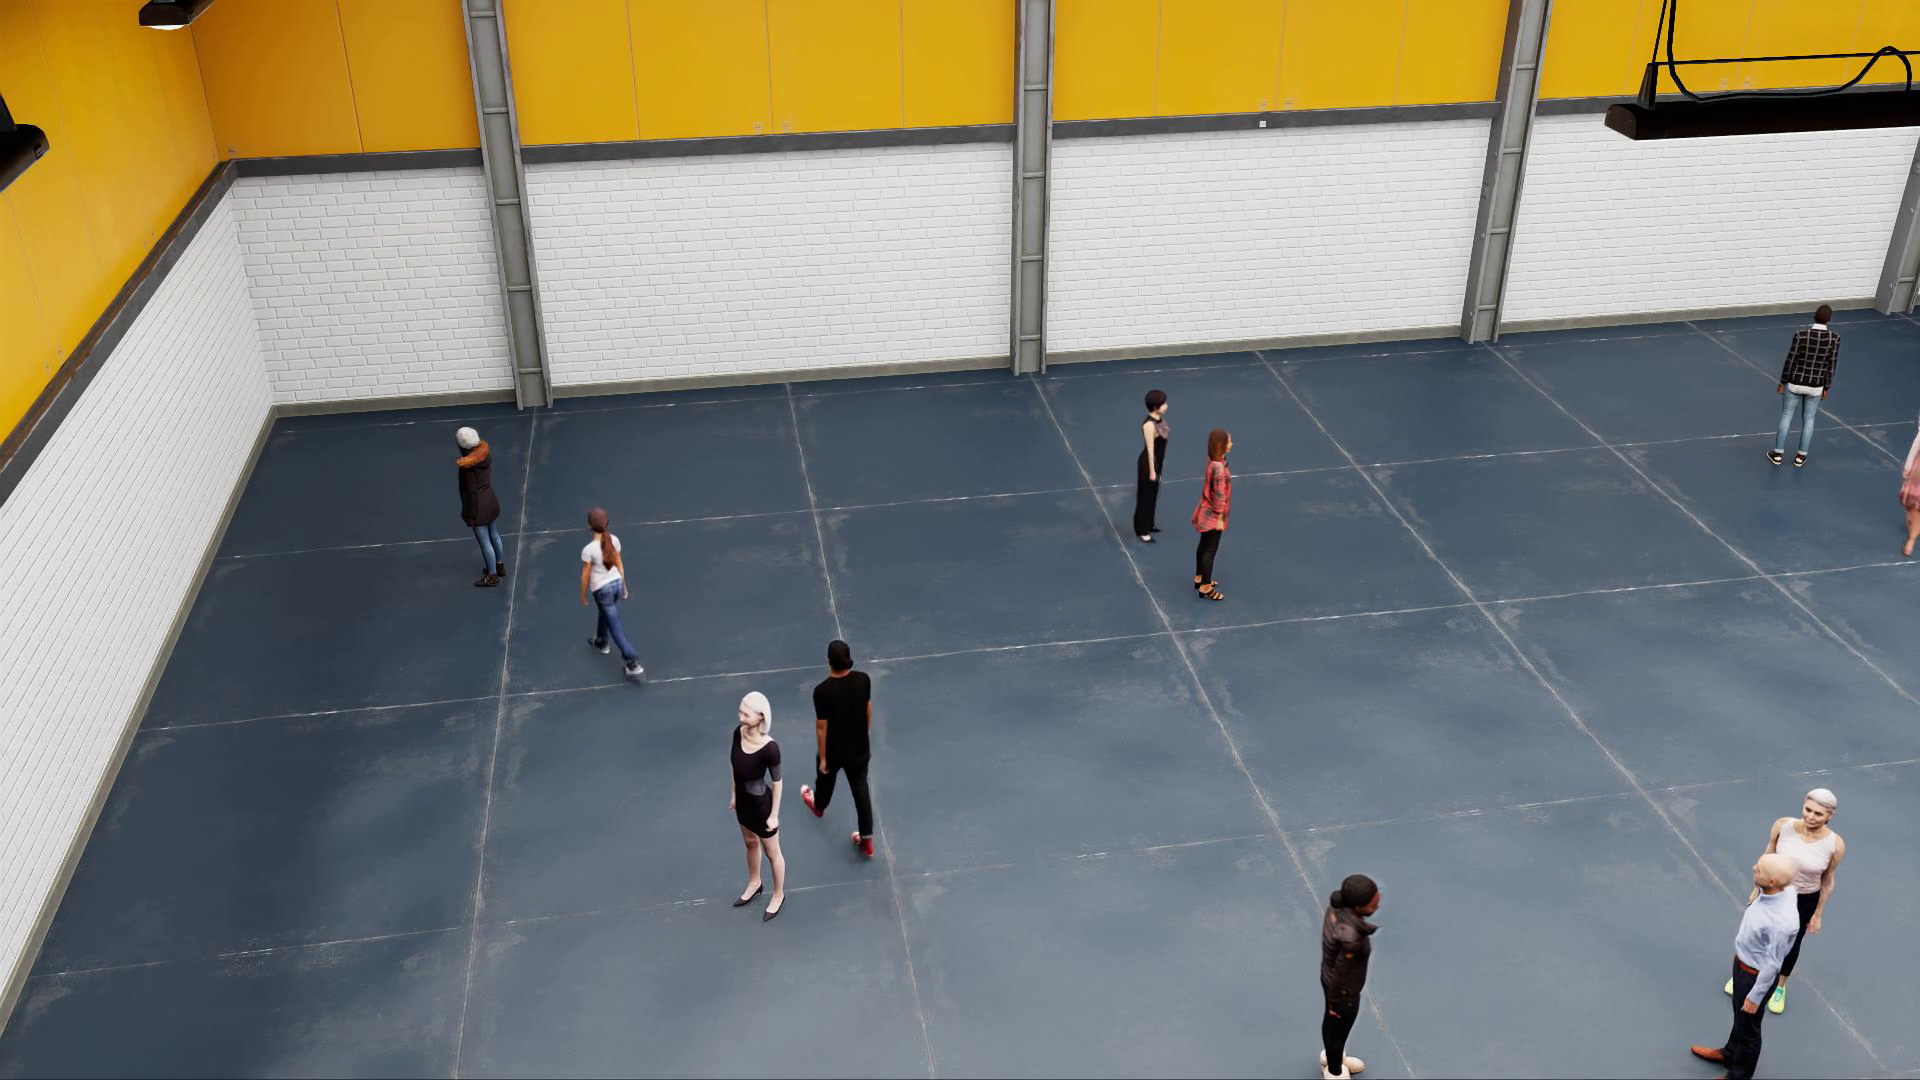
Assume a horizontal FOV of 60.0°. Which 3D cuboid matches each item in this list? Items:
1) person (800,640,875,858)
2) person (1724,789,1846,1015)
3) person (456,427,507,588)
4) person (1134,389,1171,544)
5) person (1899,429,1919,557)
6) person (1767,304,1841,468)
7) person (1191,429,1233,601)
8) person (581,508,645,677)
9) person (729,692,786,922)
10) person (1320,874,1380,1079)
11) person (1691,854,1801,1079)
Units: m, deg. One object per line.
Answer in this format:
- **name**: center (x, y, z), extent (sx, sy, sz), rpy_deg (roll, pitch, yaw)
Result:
- **person**: center (-0.806, 1.566, 12.192), extent (1.131, 1.717, 0.986), rpy_deg (-16, 33, -27)
- **person**: center (5.413, 2.314, 10.836), extent (0.676, 1.702, 0.729), rpy_deg (20, 34, 32)
- **person**: center (-4.542, -0.329, 15.752), extent (0.697, 1.635, 0.703), rpy_deg (4, 29, 7)
- **person**: center (1.887, -0.752, 16.560), extent (0.659, 1.603, 0.656), rpy_deg (9, 30, 16)
- **person**: center (9.571, -0.714, 16.429), extent (1.029, 1.662, 1.071), rpy_deg (17, 33, 29)
- **person**: center (9.165, -1.682, 18.039), extent (0.665, 1.820, 0.801), rpy_deg (9, 30, 15)
- **person**: center (2.363, -0.259, 15.552), extent (0.592, 1.703, 0.635), rpy_deg (-1, 29, -2)
- **person**: center (-3.016, 0.472, 14.397), extent (1.039, 1.524, 1.054), rpy_deg (23, 36, 36)
- **person**: center (-1.409, 1.838, 11.575), extent (0.649, 1.829, 0.696), rpy_deg (21, 35, 33)
- **person**: center (2.318, 2.713, 10.147), extent (0.608, 1.662, 0.675), rpy_deg (-5, 29, -8)
- **person**: center (4.839, 2.645, 10.138), extent (0.716, 1.789, 0.724), rpy_deg (9, 30, 16)
